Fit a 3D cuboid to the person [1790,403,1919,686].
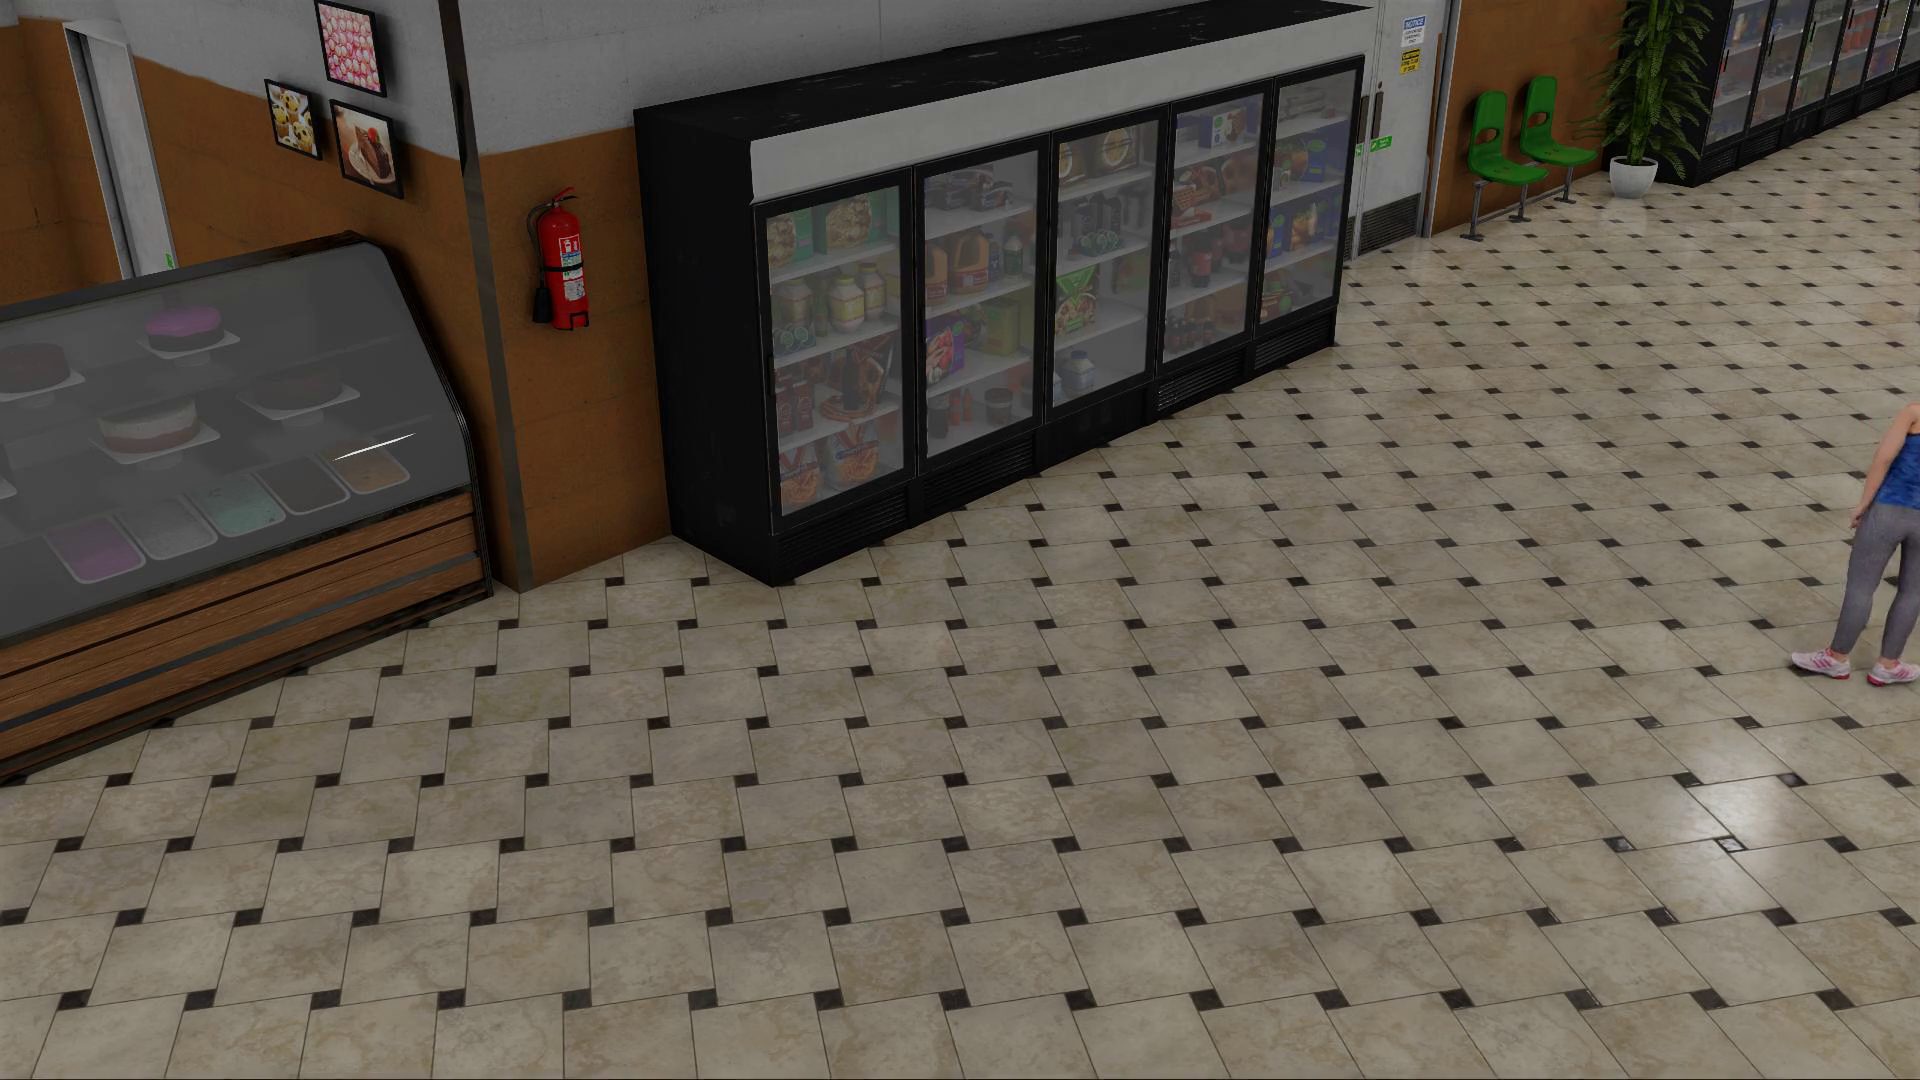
[{"bbox_3d":[4.171,-0.080,7.432,0.666,1.588,0.833,1,27,2],"label":"person"}]
